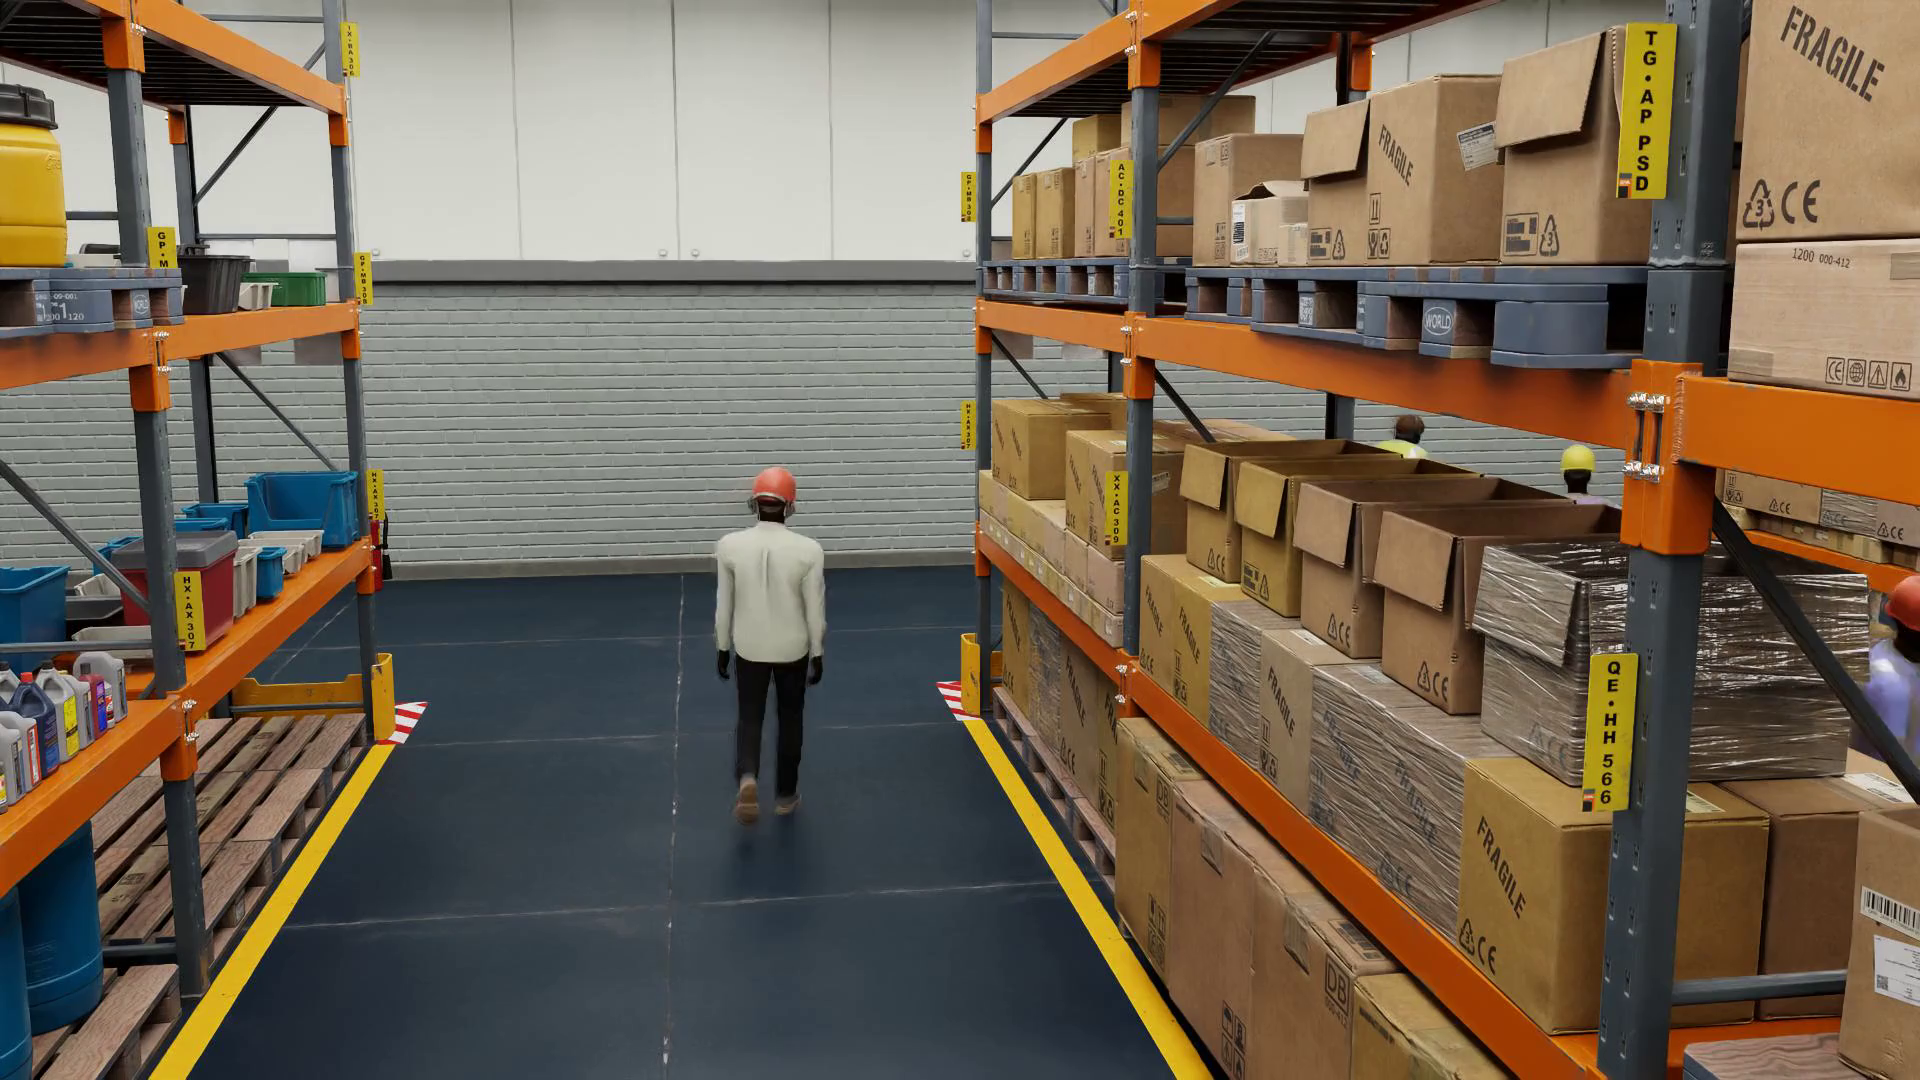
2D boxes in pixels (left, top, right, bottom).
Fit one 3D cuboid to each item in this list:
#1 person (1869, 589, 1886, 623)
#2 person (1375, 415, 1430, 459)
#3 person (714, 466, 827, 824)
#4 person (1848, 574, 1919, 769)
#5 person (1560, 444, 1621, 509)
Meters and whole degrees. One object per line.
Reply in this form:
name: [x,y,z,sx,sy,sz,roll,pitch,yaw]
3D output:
person: [6.122,0.283,11.320,0.510,1.860,0.334,-5,10,-26]
person: [3.804,-0.191,14.427,0.682,1.785,0.865,8,12,40]
person: [-1.036,0.587,9.082,0.624,1.971,0.720,1,9,3]
person: [3.636,1.038,6.560,0.531,1.887,0.594,6,11,33]
person: [3.987,0.332,10.855,0.582,1.908,0.428,3,10,17]
